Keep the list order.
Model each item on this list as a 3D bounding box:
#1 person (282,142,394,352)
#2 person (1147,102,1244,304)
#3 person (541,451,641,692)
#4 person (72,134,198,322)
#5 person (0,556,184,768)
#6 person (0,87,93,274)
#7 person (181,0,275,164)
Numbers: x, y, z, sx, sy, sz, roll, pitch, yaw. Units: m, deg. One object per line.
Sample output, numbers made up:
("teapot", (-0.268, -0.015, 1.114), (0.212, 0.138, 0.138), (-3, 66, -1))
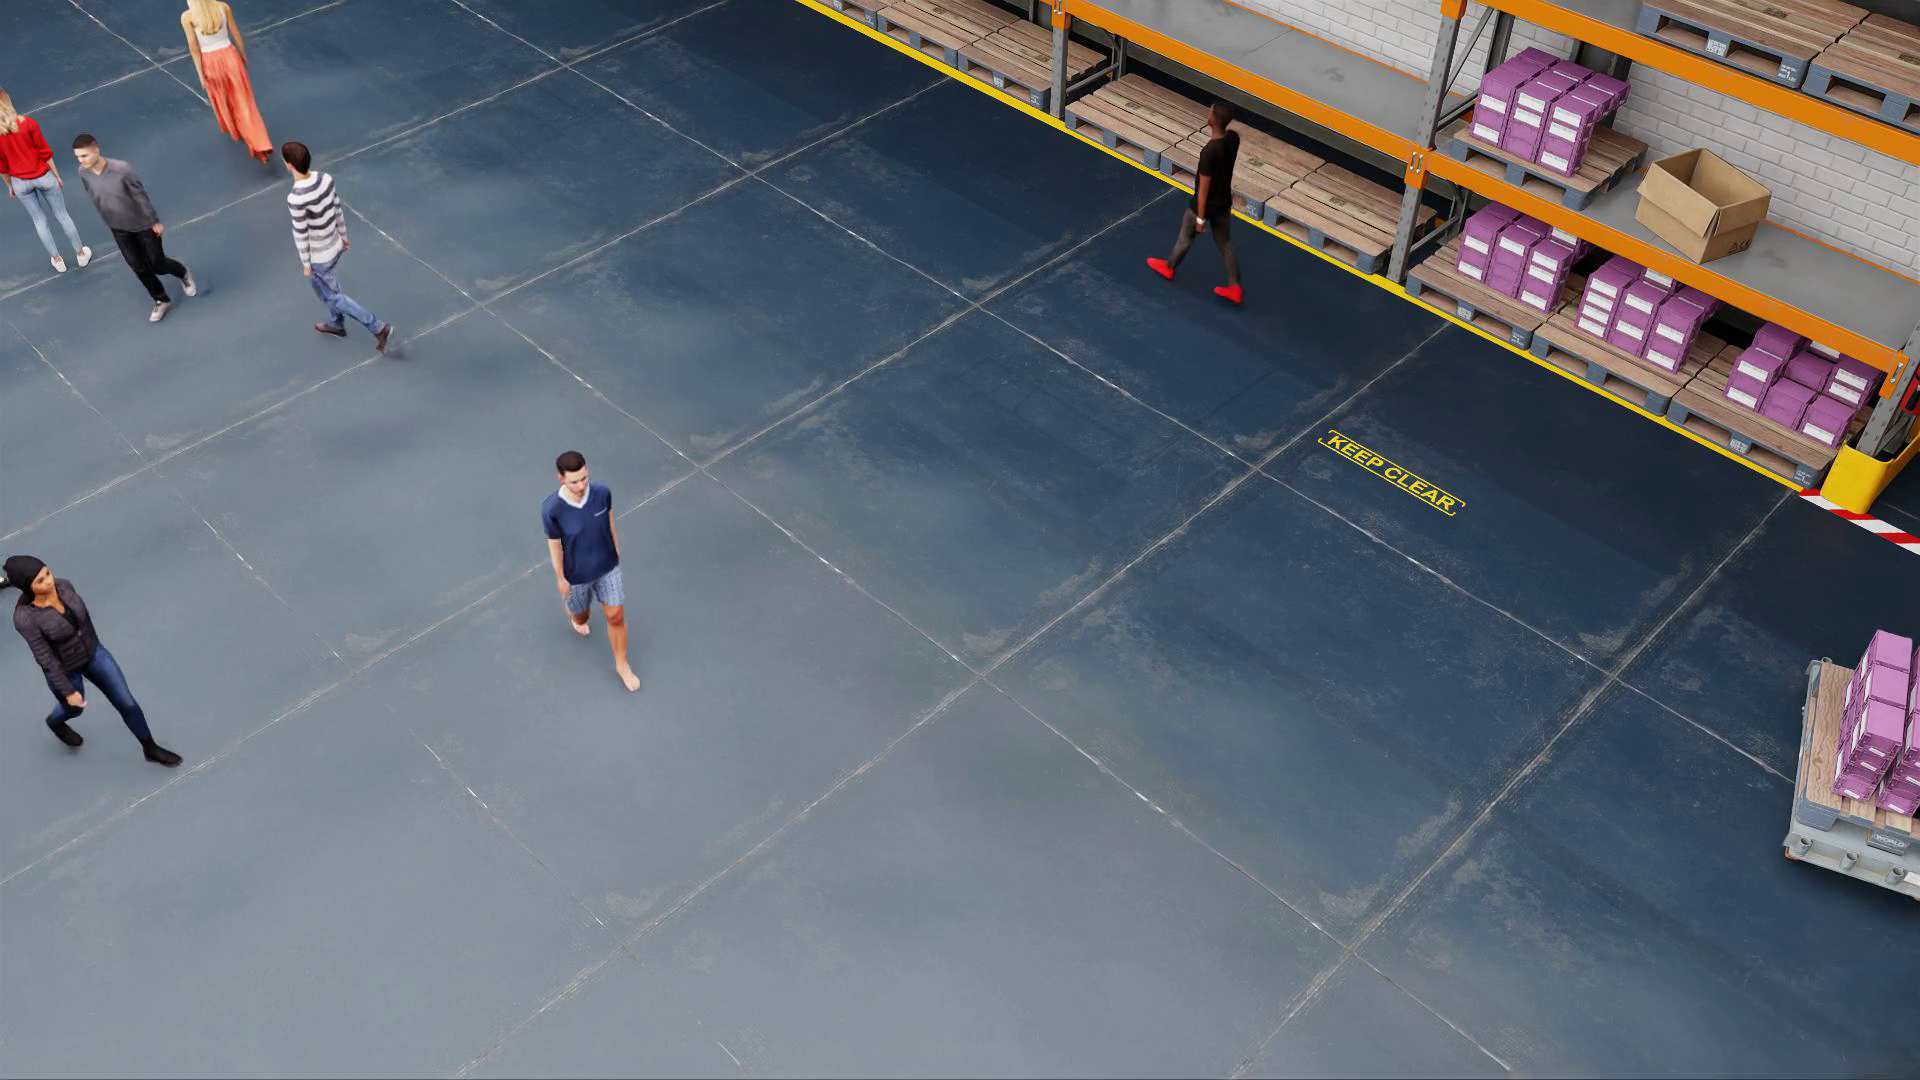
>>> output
("person", (-4.975, -2.281, 13.188), (1.178, 1.826, 0.984), (12, 45, 12))
("person", (2.152, -2.736, 13.715), (0.683, 1.757, 1.160), (-33, 53, -30))
("person", (-2.422, 0.125, 10.665), (0.799, 1.822, 1.140), (-24, 48, -23))
("person", (-6.734, -2.614, 13.602), (0.906, 1.736, 0.958), (1, 44, 1))
("person", (-5.425, 0.768, 10.072), (1.236, 1.710, 0.928), (16, 46, 16))
("person", (-7.848, -3.044, 14.075), (0.676, 1.707, 0.632), (-18, 47, -18))
("person", (-6.751, -4.290, 15.349), (0.821, 1.754, 1.305), (-25, 49, -24))
